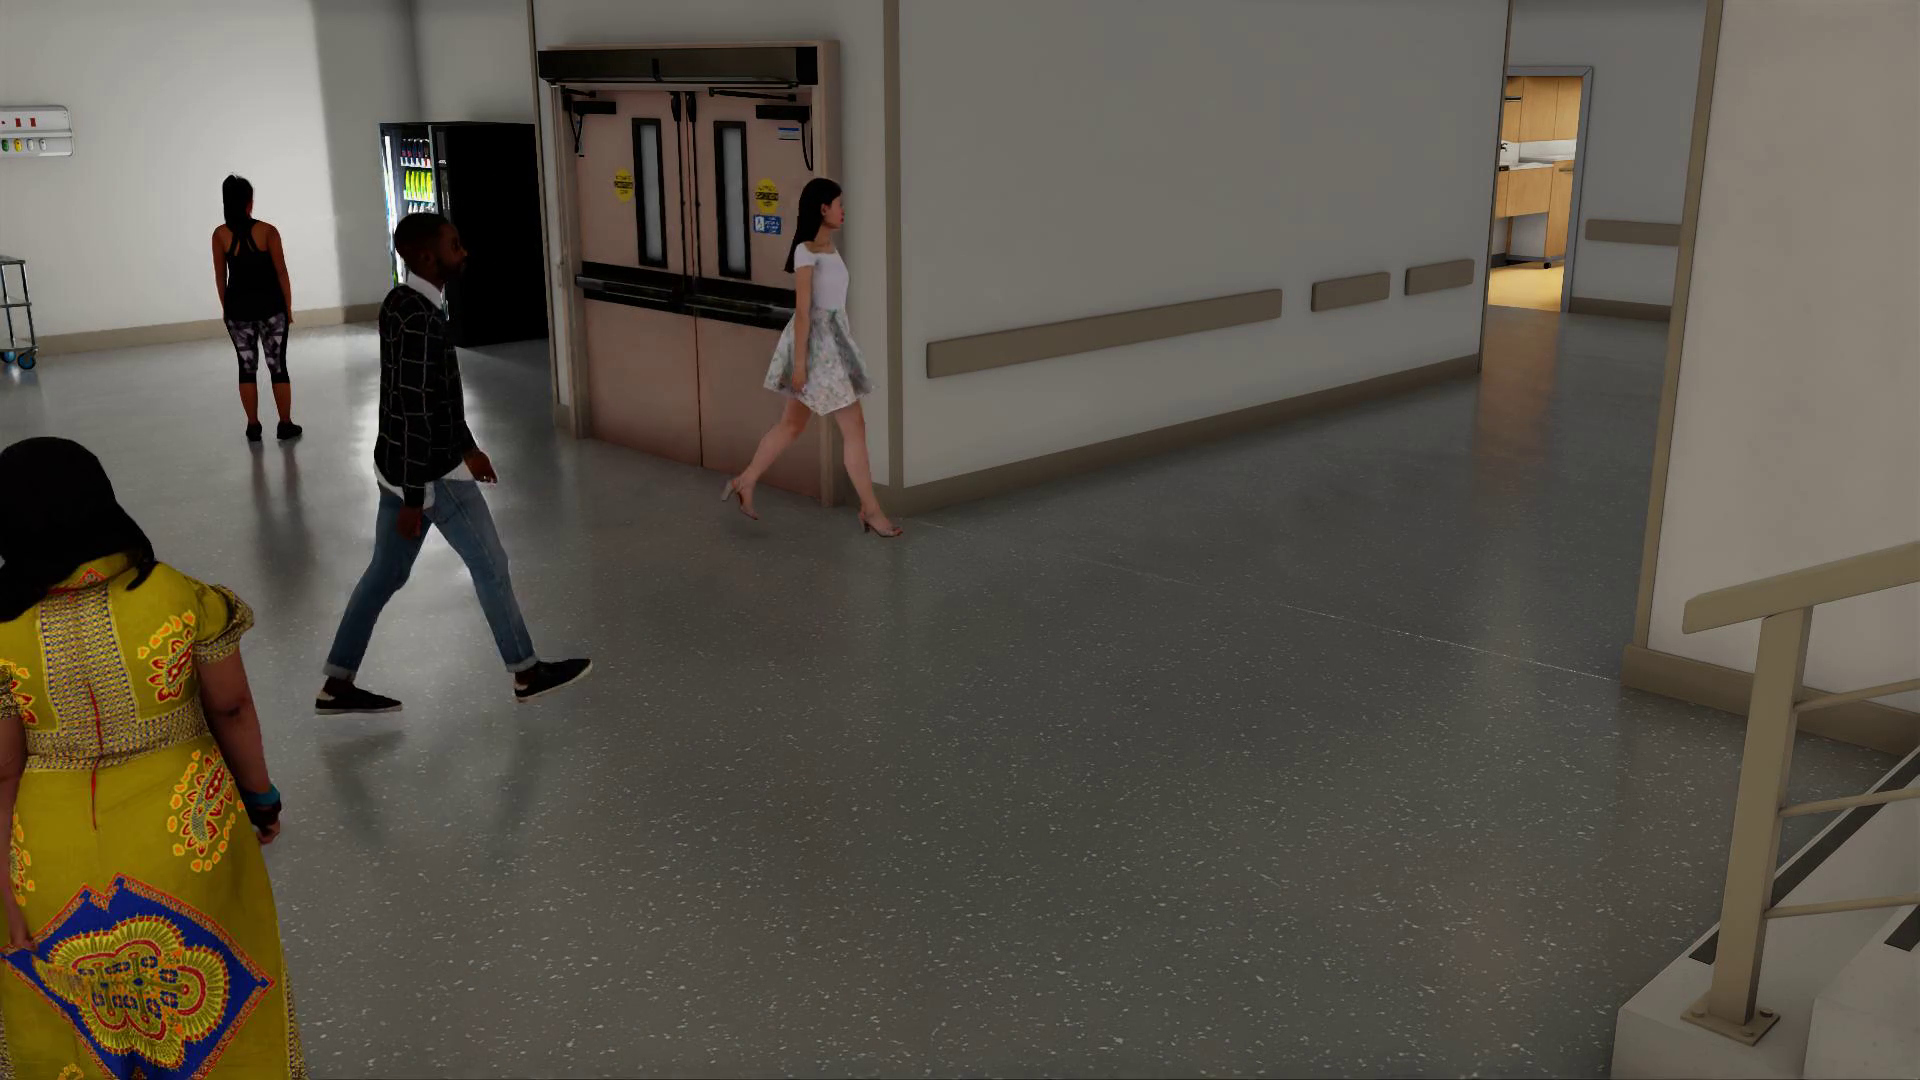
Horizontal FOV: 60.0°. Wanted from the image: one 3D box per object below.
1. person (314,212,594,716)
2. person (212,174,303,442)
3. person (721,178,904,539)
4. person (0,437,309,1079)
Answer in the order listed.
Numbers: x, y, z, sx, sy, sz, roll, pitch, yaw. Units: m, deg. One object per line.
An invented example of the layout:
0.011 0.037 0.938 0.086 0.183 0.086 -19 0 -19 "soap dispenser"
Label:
-1.968 -0.200 5.774 0.935 1.773 1.201 -9 18 -30 "person"
-4.429 -1.459 10.447 0.654 1.661 0.675 -3 16 -11 "person"
-0.776 -0.850 8.162 1.233 1.729 1.049 4 16 13 "person"
-1.510 0.642 3.042 0.889 1.636 0.942 -6 17 -21 "person"
